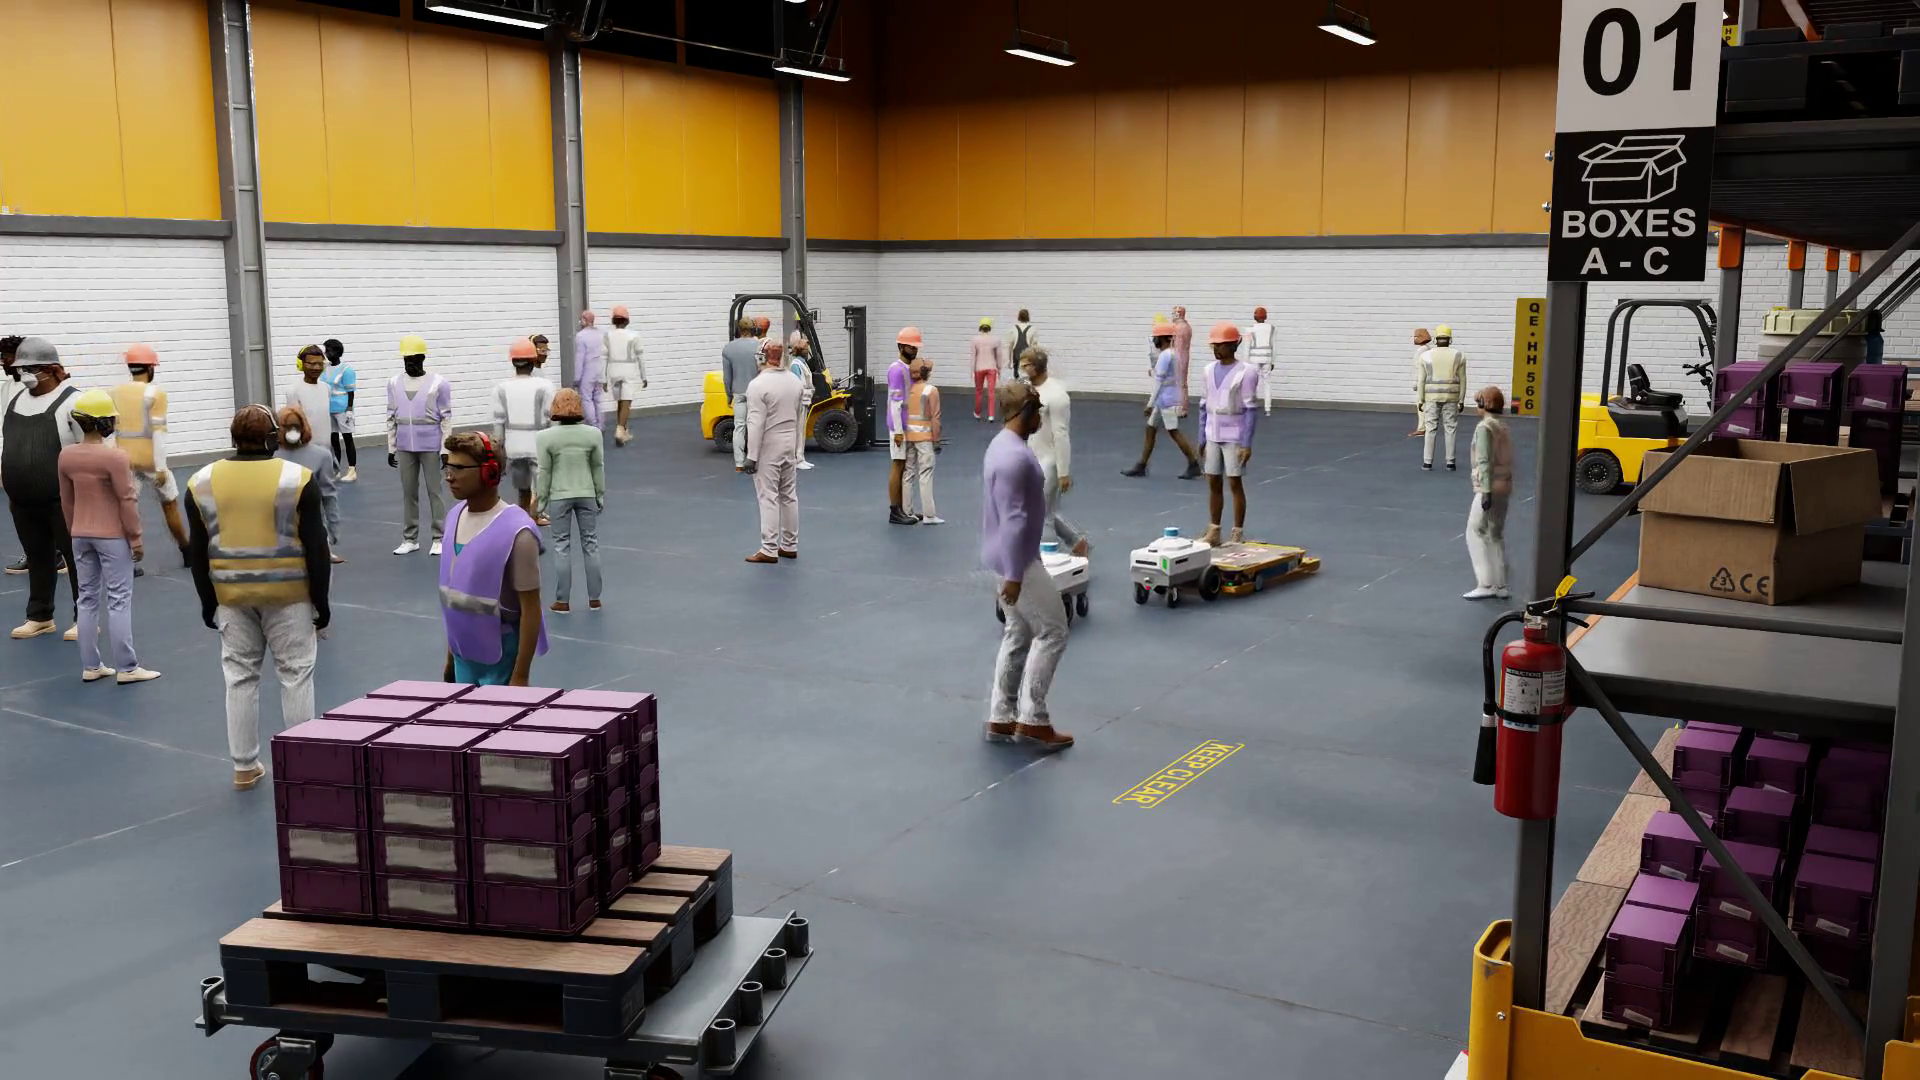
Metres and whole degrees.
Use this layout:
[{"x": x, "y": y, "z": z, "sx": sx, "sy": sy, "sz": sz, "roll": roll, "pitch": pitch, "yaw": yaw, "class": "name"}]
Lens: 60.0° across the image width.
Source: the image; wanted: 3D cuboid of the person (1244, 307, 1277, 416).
[{"x": 5.179, "y": -3.071, "z": 28.699, "sx": 0.578, "sy": 1.881, "sz": 0.345, "roll": -1, "pitch": 9, "yaw": -5, "class": "person"}]

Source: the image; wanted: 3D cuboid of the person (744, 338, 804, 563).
[{"x": -1.611, "y": -0.756, "z": 14.162, "sx": 0.409, "sy": 1.908, "sz": 0.639, "roll": 6, "pitch": 11, "yaw": 32, "class": "person"}]

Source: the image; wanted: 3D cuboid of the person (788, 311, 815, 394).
[{"x": -2.398, "y": -2.655, "z": 26.077, "sx": 0.958, "sy": 1.876, "sz": 0.616, "roll": -3, "pitch": 9, "yaw": -16, "class": "person"}]

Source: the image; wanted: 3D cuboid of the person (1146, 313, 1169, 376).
[{"x": 3.544, "y": -3.017, "z": 28.644, "sx": 0.599, "sy": 1.791, "sz": 0.723, "roll": 5, "pitch": 10, "yaw": 30, "class": "person"}]

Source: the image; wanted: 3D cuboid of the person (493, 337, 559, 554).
[{"x": -3.701, "y": -0.765, "z": 14.173, "sx": 0.555, "sy": 1.923, "sz": 0.723, "roll": 1, "pitch": 9, "yaw": 5, "class": "person"}]

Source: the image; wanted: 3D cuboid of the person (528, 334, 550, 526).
[{"x": -4.129, "y": -1.072, "z": 16.261, "sx": 0.331, "sy": 1.866, "sz": 0.513, "roll": -1, "pitch": 9, "yaw": -4, "class": "person"}]

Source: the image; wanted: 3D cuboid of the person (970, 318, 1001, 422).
[{"x": 0.425, "y": -2.828, "z": 27.688, "sx": 0.536, "sy": 1.717, "sz": 0.887, "roll": 0, "pitch": 9, "yaw": -3, "class": "person"}]

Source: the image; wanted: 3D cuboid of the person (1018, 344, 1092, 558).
[{"x": 0.736, "y": -0.595, "z": 13.156, "sx": 0.667, "sy": 1.911, "sz": 0.668, "roll": -5, "pitch": 10, "yaw": -26, "class": "person"}]

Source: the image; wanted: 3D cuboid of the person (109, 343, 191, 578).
[{"x": -6.625, "y": -0.654, "z": 13.595, "sx": 0.552, "sy": 1.878, "sz": 0.998, "roll": 2, "pitch": 9, "yaw": 12, "class": "person"}]

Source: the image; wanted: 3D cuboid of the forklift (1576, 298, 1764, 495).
[{"x": 7.954, "y": -1.589, "z": 18.462, "sx": 2.313, "sy": 2.155, "sz": 1.214, "roll": 5, "pitch": 11, "yaw": 30, "class": "forklift"}]

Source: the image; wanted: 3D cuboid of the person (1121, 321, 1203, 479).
[{"x": 2.463, "y": -1.665, "z": 19.887, "sx": 0.985, "sy": 1.896, "sz": 0.544, "roll": 1, "pitch": 9, "yaw": 9, "class": "person"}]

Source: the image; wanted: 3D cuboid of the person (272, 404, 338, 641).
[{"x": -4.285, "y": -0.070, "z": 10.754, "sx": 0.506, "sy": 1.630, "sz": 0.452, "roll": -4, "pitch": 10, "yaw": -22, "class": "person"}]

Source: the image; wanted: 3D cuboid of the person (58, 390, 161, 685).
[{"x": -5.116, "y": -0.012, "z": 9.952, "sx": 0.523, "sy": 1.769, "sz": 0.309, "roll": 3, "pitch": 10, "yaw": 17, "class": "person"}]

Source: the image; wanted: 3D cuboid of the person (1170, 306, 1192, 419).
[{"x": 3.701, "y": -3.014, "z": 28.251, "sx": 0.405, "sy": 1.906, "sz": 0.652, "roll": 4, "pitch": 10, "yaw": 22, "class": "person"}]

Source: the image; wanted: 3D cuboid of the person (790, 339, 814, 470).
[{"x": -2.007, "y": -1.709, "z": 20.933, "sx": 0.307, "sy": 1.641, "sz": 0.511, "roll": 1, "pitch": 9, "yaw": 4, "class": "person"}]

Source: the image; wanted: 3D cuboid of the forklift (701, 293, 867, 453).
[{"x": -2.458, "y": -2.344, "z": 23.176, "sx": 2.313, "sy": 2.155, "sz": 1.214, "roll": 0, "pitch": 9, "yaw": -2, "class": "forklift"}]

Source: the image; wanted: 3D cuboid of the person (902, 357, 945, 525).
[{"x": -0.398, "y": -0.967, "z": 16.301, "sx": 0.515, "sy": 1.641, "sz": 0.314, "roll": 7, "pitch": 12, "yaw": 39, "class": "person"}]

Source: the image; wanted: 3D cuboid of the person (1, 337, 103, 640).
[{"x": -6.118, "y": -0.338, "z": 11.132, "sx": 0.682, "sy": 2.000, "sz": 0.537, "roll": 2, "pitch": 9, "yaw": 11, "class": "person"}]

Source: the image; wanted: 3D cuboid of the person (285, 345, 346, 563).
[{"x": -5.397, "y": -0.697, "z": 13.923, "sx": 0.329, "sy": 1.865, "sz": 0.513, "roll": 3, "pitch": 10, "yaw": 18, "class": "person"}]

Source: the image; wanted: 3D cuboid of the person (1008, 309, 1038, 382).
[{"x": 1.158, "y": -3.254, "z": 30.063, "sx": 0.540, "sy": 1.801, "sz": 0.910, "roll": 1, "pitch": 9, "yaw": 7, "class": "person"}]

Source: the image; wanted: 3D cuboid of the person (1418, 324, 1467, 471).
[{"x": 5.994, "y": -1.767, "z": 20.704, "sx": 0.588, "sy": 1.831, "sz": 0.404, "roll": 2, "pitch": 9, "yaw": 13, "class": "person"}]

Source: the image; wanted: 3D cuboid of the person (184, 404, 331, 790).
[{"x": -3.315, "y": 0.272, "z": 7.941, "sx": 0.627, "sy": 1.842, "sz": 0.429, "roll": -1, "pitch": 9, "yaw": -4, "class": "person"}]

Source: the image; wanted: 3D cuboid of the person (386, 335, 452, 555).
[{"x": -4.724, "y": -0.825, "z": 14.522, "sx": 0.587, "sy": 1.927, "sz": 0.364, "roll": 1, "pitch": 9, "yaw": 6, "class": "person"}]

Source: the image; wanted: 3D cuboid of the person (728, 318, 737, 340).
[{"x": -3.324, "y": -2.344, "z": 24.411, "sx": 0.941, "sy": 1.798, "sz": 0.647, "roll": -4, "pitch": 10, "yaw": -24, "class": "person"}]

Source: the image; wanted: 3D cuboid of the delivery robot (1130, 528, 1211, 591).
[{"x": 1.571, "y": 0.152, "z": 12.405, "sx": 0.477, "sy": 0.478, "sz": 0.707, "roll": 7, "pitch": 12, "yaw": 37, "class": "delivery robot"}]

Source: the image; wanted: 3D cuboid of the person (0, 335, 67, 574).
[{"x": -7.554, "y": -0.680, "z": 13.495, "sx": 0.613, "sy": 1.963, "sz": 0.362, "roll": 5, "pitch": 10, "yaw": 27, "class": "person"}]

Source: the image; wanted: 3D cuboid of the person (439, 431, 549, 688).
[{"x": -1.851, "y": 0.484, "z": 6.603, "sx": 0.564, "sy": 1.847, "sz": 0.388, "roll": 8, "pitch": 12, "yaw": 42, "class": "person"}]

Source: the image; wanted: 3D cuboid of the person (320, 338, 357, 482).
[{"x": -7.345, "y": -1.527, "z": 19.621, "sx": 0.534, "sy": 1.698, "sz": 0.318, "roll": 5, "pitch": 10, "yaw": 26, "class": "person"}]

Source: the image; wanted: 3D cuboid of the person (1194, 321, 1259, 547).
[{"x": 2.328, "y": -0.909, "z": 14.688, "sx": 0.389, "sy": 2.041, "sz": 0.614, "roll": -8, "pitch": 12, "yaw": -39, "class": "person"}]

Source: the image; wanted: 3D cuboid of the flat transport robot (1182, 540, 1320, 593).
[{"x": 2.255, "y": 0.203, "z": 13.262, "sx": 0.652, "sy": 0.197, "sz": 1.431, "roll": 7, "pitch": 11, "yaw": 37, "class": "flat transport robot"}]

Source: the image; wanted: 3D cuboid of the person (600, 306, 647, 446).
[{"x": -4.857, "y": -2.349, "z": 23.831, "sx": 0.613, "sy": 2.009, "sz": 0.987, "roll": 1, "pitch": 9, "yaw": 9, "class": "person"}]

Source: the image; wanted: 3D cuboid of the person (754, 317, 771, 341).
[{"x": -2.623, "y": -2.024, "z": 22.143, "sx": 0.353, "sy": 1.884, "sz": 0.578, "roll": 3, "pitch": 10, "yaw": 21, "class": "person"}]

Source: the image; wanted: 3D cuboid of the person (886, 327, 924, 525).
[{"x": -0.525, "y": -1.124, "z": 16.371, "sx": 0.375, "sy": 1.934, "sz": 0.547, "roll": 3, "pitch": 9, "yaw": 15, "class": "person"}]

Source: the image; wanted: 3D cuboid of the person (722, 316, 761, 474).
[{"x": -2.591, "y": -1.769, "z": 20.380, "sx": 0.627, "sy": 1.941, "sz": 0.371, "roll": 2, "pitch": 9, "yaw": 14, "class": "person"}]

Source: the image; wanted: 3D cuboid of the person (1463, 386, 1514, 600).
[{"x": 4.015, "y": -0.357, "z": 12.569, "sx": 0.416, "sy": 1.606, "sz": 0.551, "roll": 7, "pitch": 11, "yaw": 36, "class": "person"}]

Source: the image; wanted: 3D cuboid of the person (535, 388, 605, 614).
[{"x": -2.818, "y": -0.283, "z": 12.051, "sx": 0.498, "sy": 1.633, "sz": 0.282, "roll": -5, "pitch": 10, "yaw": -27, "class": "person"}]

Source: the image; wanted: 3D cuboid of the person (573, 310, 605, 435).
[{"x": -5.604, "y": -2.513, "z": 25.138, "sx": 0.403, "sy": 1.909, "sz": 0.652, "roll": 5, "pitch": 10, "yaw": 28, "class": "person"}]

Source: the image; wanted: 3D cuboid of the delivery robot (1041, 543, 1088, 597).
[{"x": 0.628, "y": 0.261, "z": 11.721, "sx": 0.477, "sy": 0.478, "sz": 0.707, "roll": 5, "pitch": 10, "yaw": 28, "class": "delivery robot"}]

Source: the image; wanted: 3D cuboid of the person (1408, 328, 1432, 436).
[{"x": 7.008, "y": -2.394, "z": 25.253, "sx": 0.270, "sy": 1.627, "sz": 0.497, "roll": 5, "pitch": 10, "yaw": 29, "class": "person"}]

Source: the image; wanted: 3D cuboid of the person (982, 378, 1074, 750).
[{"x": 0.400, "y": 0.135, "z": 8.559, "sx": 0.584, "sy": 1.912, "sz": 0.656, "roll": 0, "pitch": 9, "yaw": 1, "class": "person"}]
